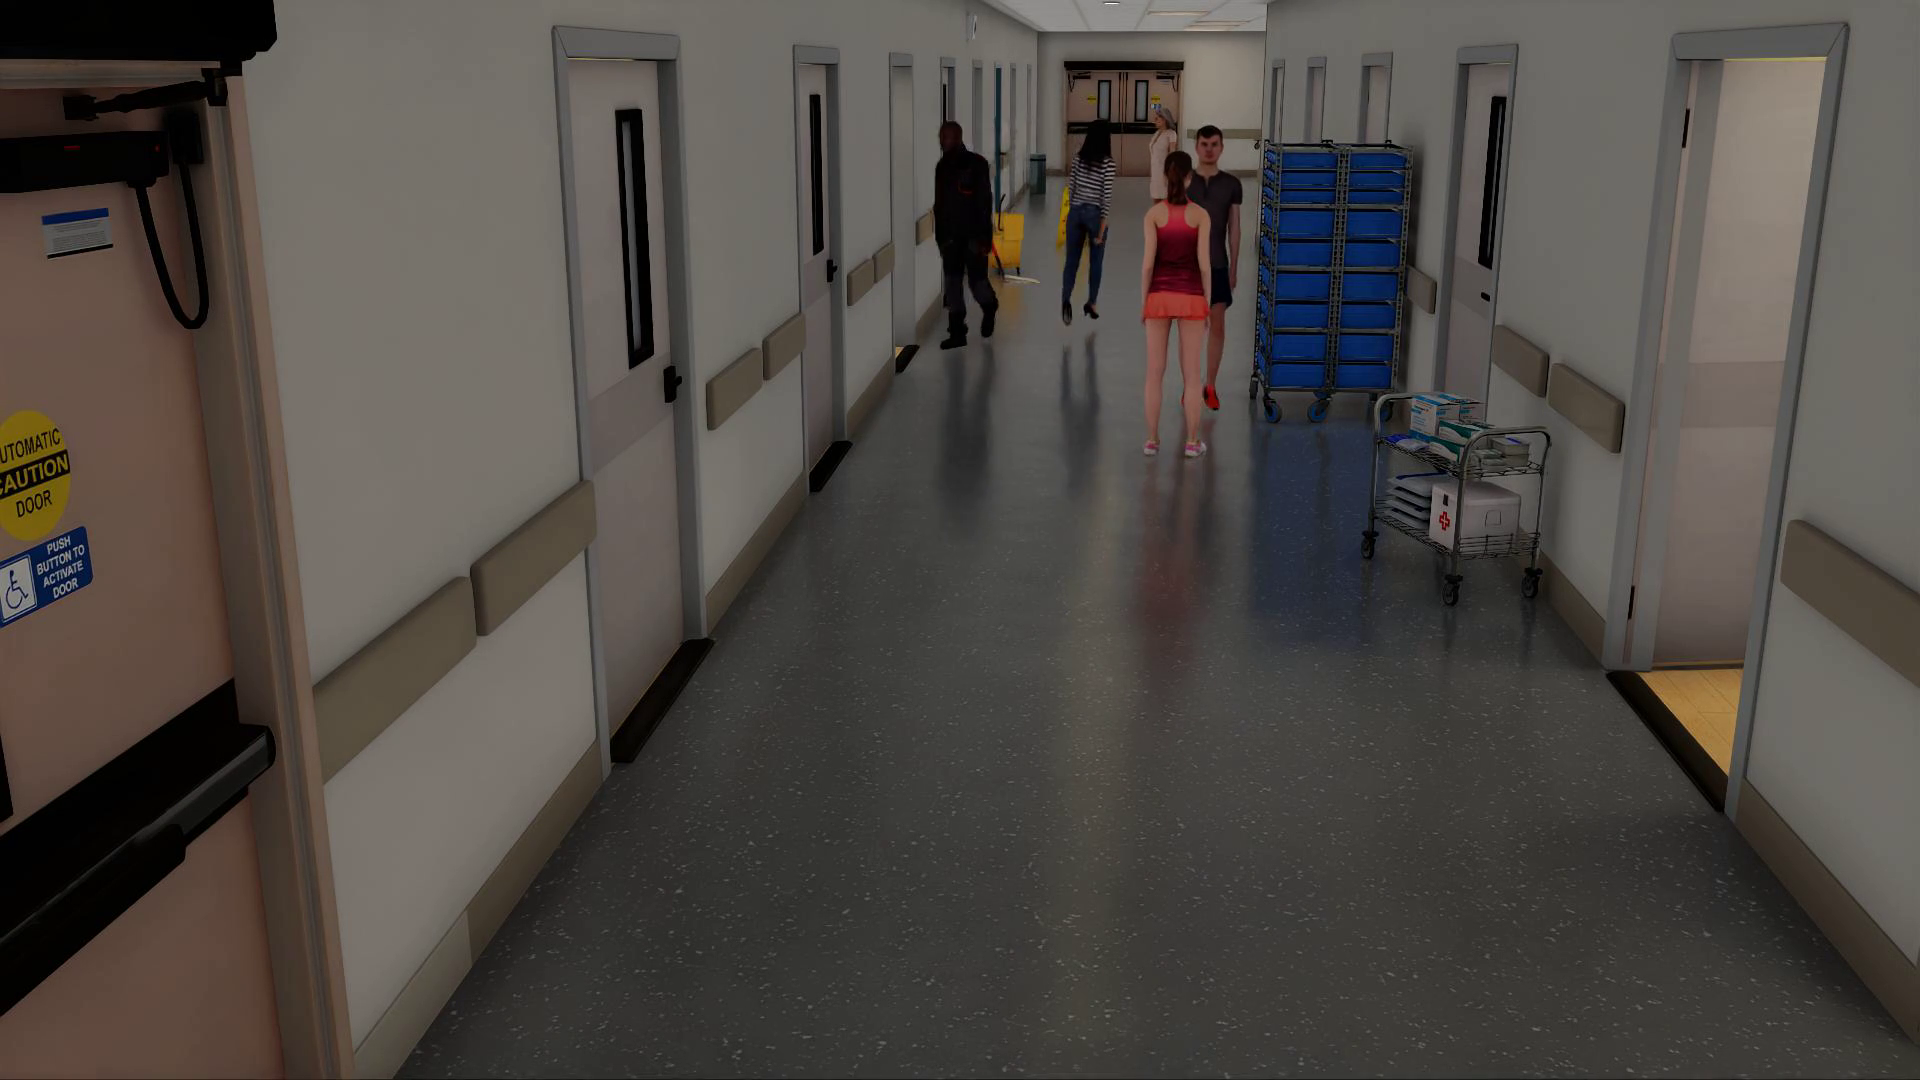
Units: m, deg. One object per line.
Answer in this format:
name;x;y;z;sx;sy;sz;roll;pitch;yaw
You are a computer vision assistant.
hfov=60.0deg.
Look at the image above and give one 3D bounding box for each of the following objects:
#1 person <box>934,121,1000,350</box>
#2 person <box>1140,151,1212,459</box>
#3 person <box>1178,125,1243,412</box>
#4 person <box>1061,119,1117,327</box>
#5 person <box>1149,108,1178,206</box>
person;0.080;-2.458;13.479;0.978;1.776;1.214;6;17;22
person;1.245;-1.365;9.649;0.585;1.750;0.545;3;16;12
person;1.586;-1.786;10.990;0.657;1.833;0.721;2;16;8
person;1.045;-2.637;14.165;0.840;1.731;1.239;5;17;18
person;2.605;-4.675;21.414;0.753;1.737;0.662;-8;18;-28
